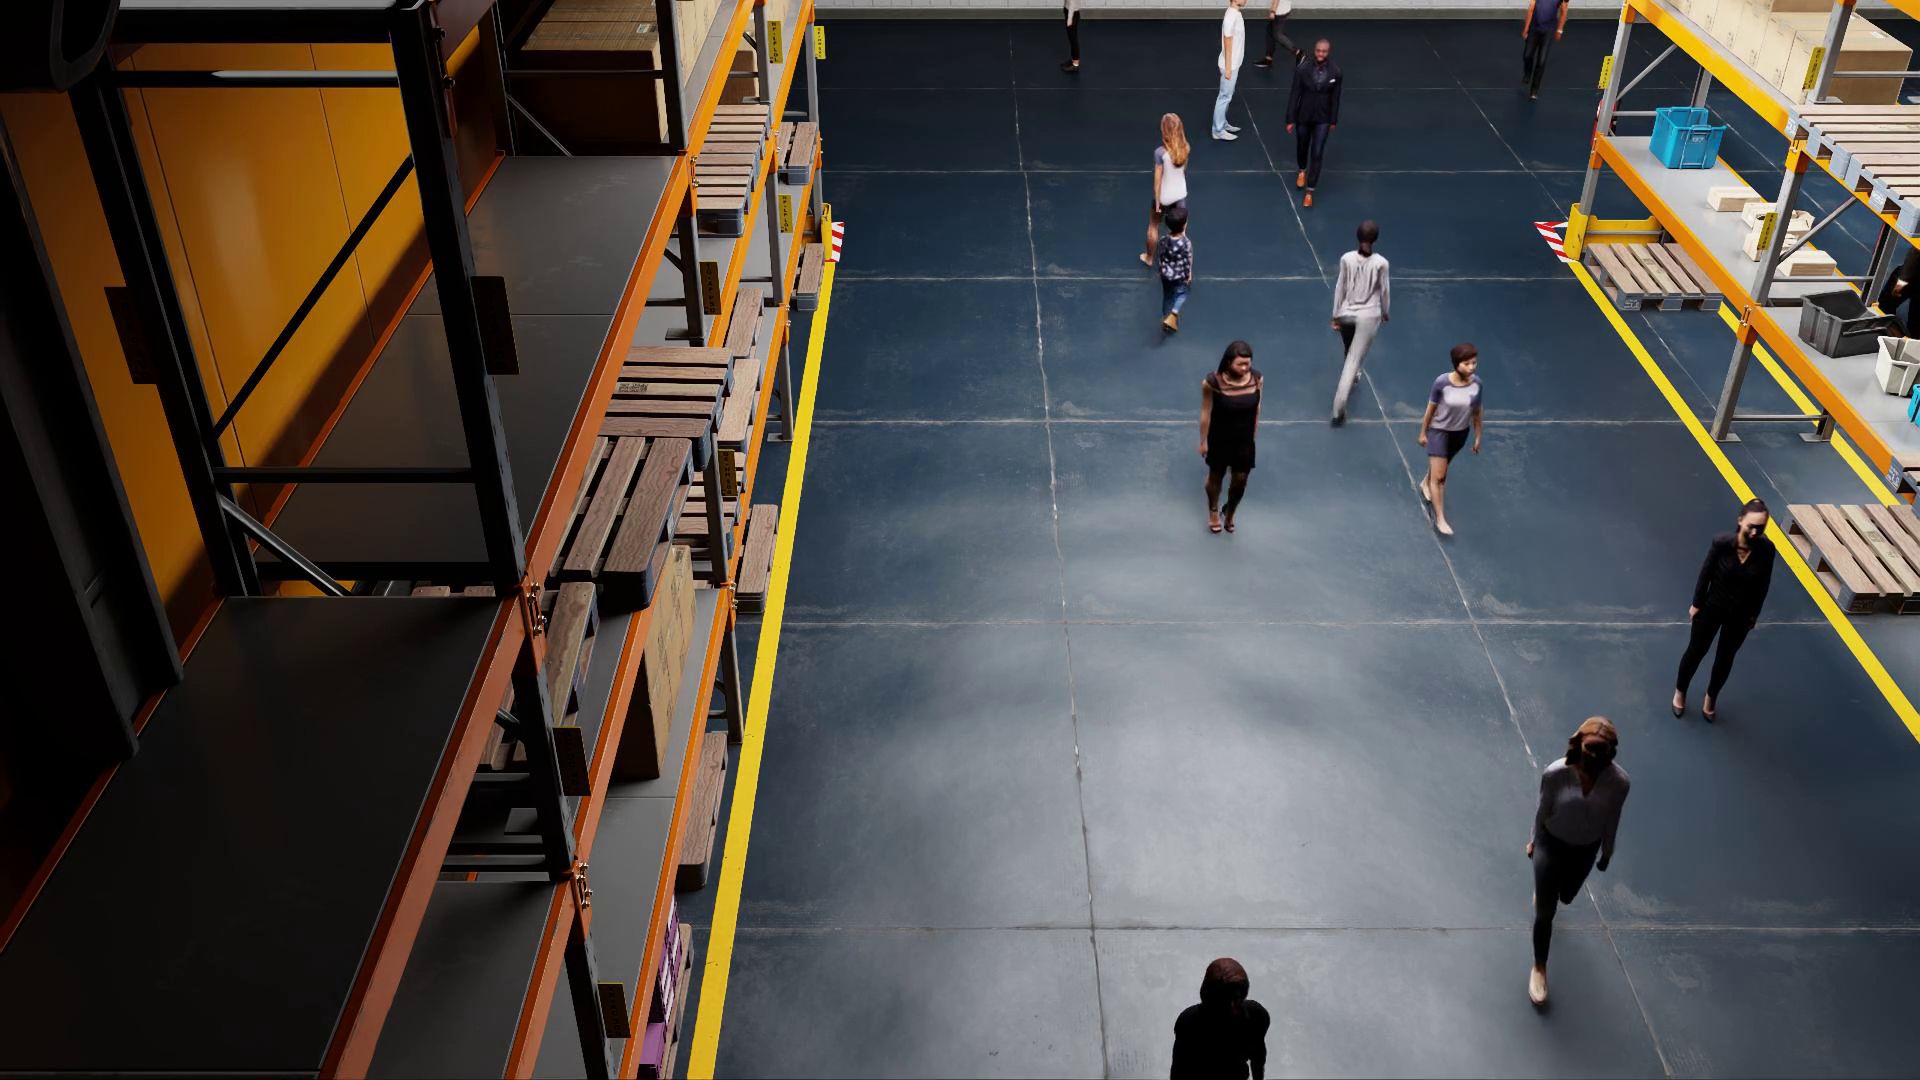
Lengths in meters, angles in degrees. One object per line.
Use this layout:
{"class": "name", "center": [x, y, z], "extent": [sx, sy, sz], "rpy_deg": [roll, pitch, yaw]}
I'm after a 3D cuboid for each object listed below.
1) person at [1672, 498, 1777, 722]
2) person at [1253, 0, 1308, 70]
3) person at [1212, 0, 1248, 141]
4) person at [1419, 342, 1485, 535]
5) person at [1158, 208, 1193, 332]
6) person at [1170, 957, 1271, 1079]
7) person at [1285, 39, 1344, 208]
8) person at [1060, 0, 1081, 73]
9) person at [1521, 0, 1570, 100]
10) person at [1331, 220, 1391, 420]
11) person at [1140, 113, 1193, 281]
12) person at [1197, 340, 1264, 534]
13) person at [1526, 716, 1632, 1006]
{"class": "person", "center": [4.997, 0.473, 10.878], "extent": [0.618, 1.710, 0.568], "rpy_deg": [8, 34, 12]}
{"class": "person", "center": [4.370, -7.142, 22.345], "extent": [0.883, 1.698, 0.988], "rpy_deg": [12, 35, 18]}
{"class": "person", "center": [3.267, -5.809, 20.192], "extent": [0.783, 1.862, 0.594], "rpy_deg": [8, 34, 12]}
{"class": "person", "center": [3.817, -0.883, 13.088], "extent": [0.679, 1.522, 1.043], "rpy_deg": [-5, 34, -7]}
{"class": "person", "center": [2.019, -2.552, 15.852], "extent": [0.625, 1.243, 0.696], "rpy_deg": [18, 37, 24]}
{"class": "person", "center": [1.169, 2.524, 7.834], "extent": [0.728, 1.663, 1.129], "rpy_deg": [-6, 34, -9]}
{"class": "person", "center": [3.959, -4.718, 18.631], "extent": [0.936, 1.772, 1.279], "rpy_deg": [8, 35, 12]}
{"class": "person", "center": [1.523, -7.101, 22.479], "extent": [0.596, 1.481, 0.414], "rpy_deg": [-1, 34, -2]}
{"class": "person", "center": [7.541, -6.633, 21.506], "extent": [0.786, 1.778, 0.853], "rpy_deg": [11, 35, 16]}
{"class": "person", "center": [3.425, -1.859, 14.378], "extent": [0.985, 1.719, 1.188], "rpy_deg": [19, 38, 26]}
{"class": "person", "center": [2.169, -3.406, 16.730], "extent": [0.888, 1.692, 1.170], "rpy_deg": [-14, 36, -20]}
{"class": "person", "center": [2.040, -0.816, 12.824], "extent": [0.690, 1.704, 0.666], "rpy_deg": [-4, 34, -6]}
{"class": "person", "center": [3.309, 1.636, 9.070], "extent": [0.793, 1.775, 1.141], "rpy_deg": [8, 34, 12]}
